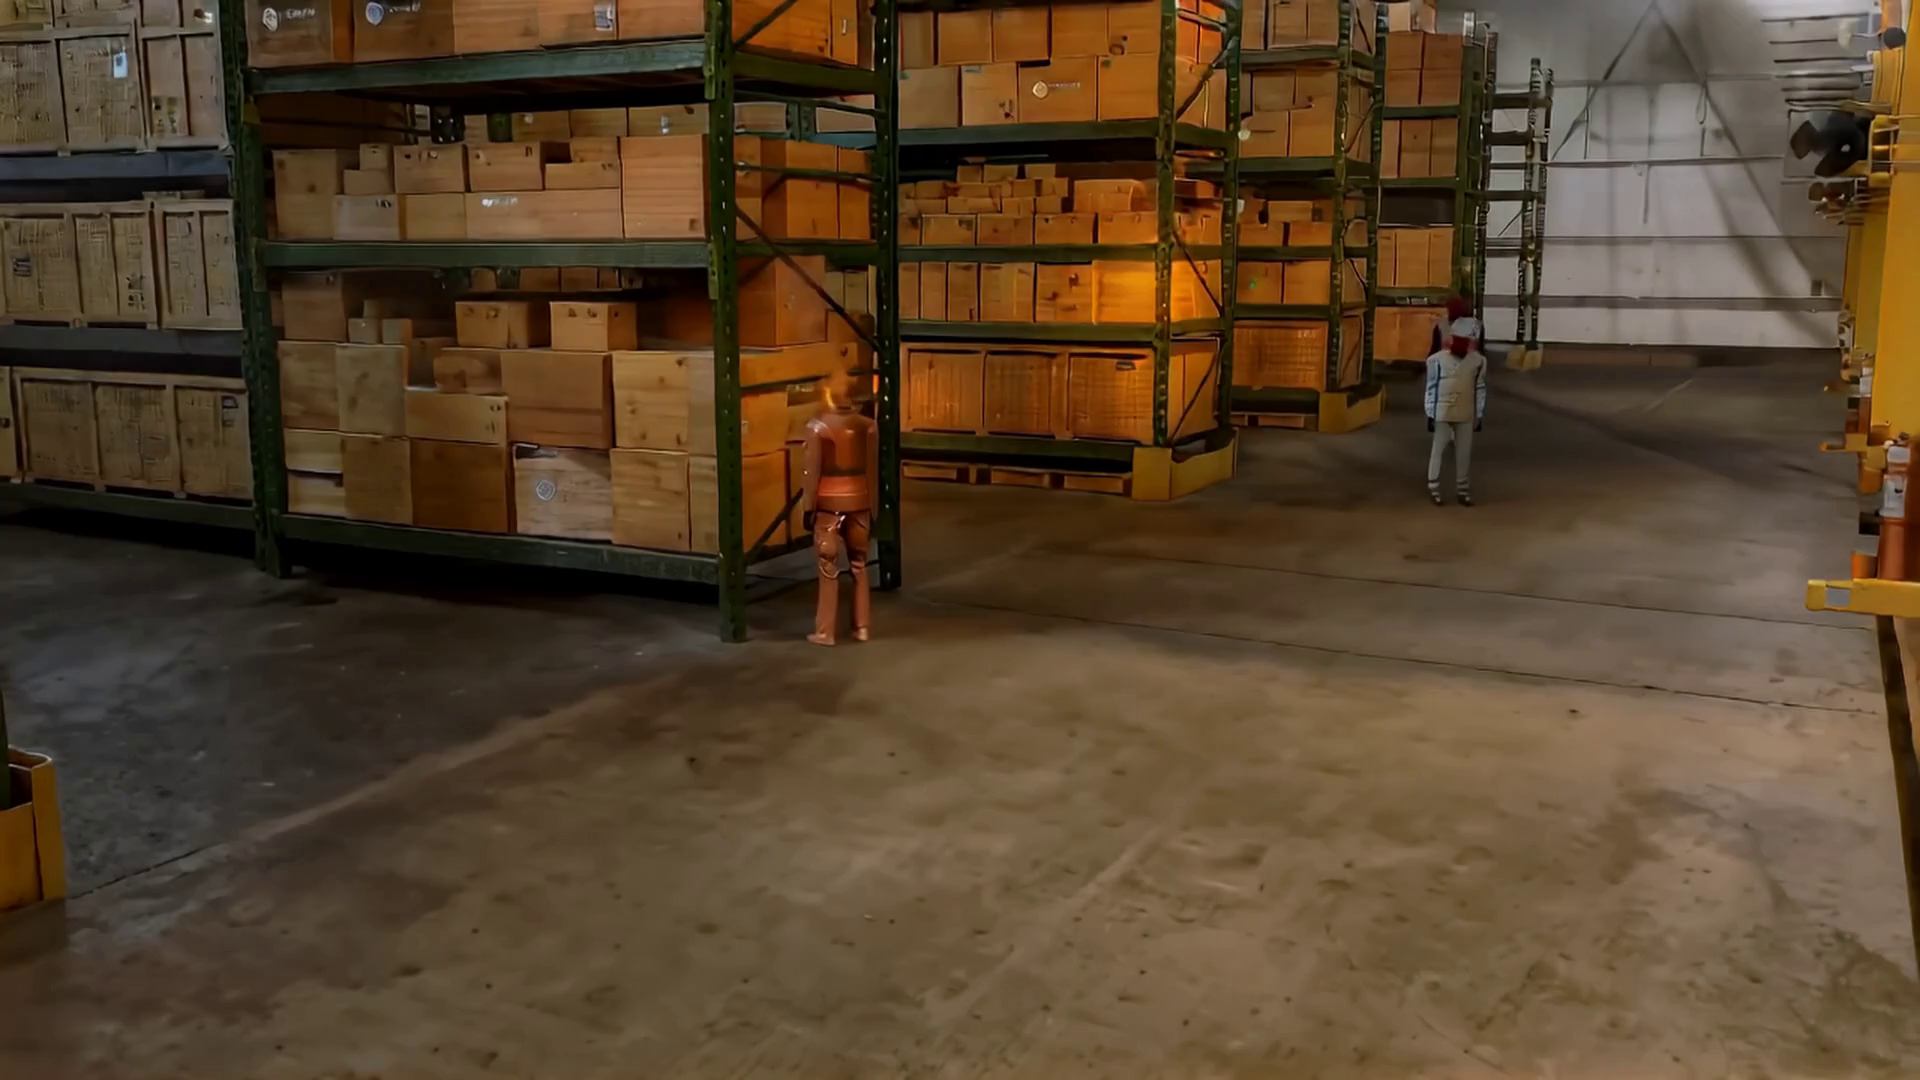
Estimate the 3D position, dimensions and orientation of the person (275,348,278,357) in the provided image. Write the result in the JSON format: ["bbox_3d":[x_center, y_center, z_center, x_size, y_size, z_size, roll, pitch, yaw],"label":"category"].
[{"bbox_3d":[-7.968,-1.979,19.476,0.385,1.930,0.540,-2,10,-14],"label":"person"}]

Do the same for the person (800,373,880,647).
[{"bbox_3d":[-0.702,-0.180,9.905,0.526,1.631,0.321,-6,12,-33],"label":"person"}]

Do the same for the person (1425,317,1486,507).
[{"bbox_3d":[4.564,-1.173,15.317,0.565,1.745,0.349,-1,10,-4],"label":"person"}]

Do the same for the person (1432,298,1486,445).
[{"bbox_3d":[6.000,-2.009,20.022,0.655,1.786,0.971,2,10,11],"label":"person"}]
